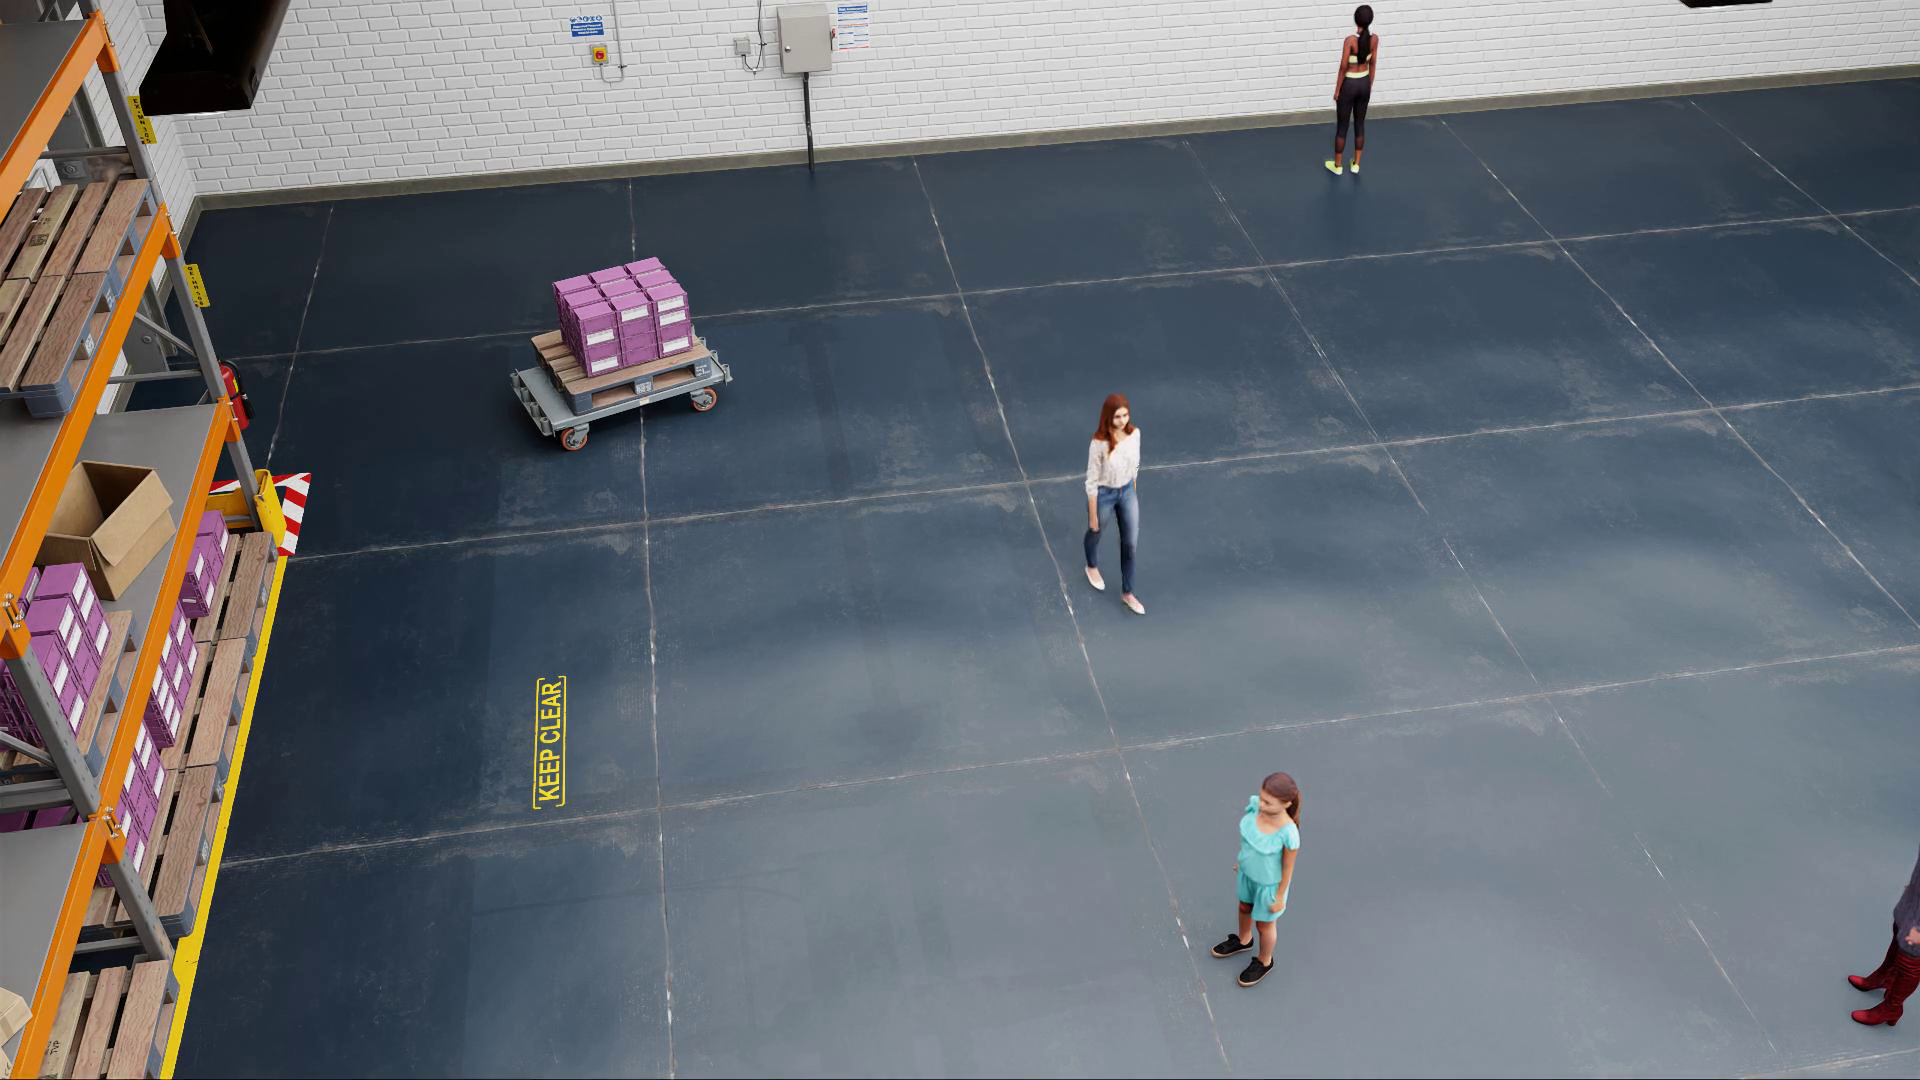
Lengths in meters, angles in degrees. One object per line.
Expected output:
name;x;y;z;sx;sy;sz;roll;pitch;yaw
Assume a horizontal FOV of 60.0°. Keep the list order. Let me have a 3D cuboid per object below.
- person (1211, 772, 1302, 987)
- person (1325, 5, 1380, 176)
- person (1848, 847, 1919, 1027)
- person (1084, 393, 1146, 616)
person;1.667;1.840;9.137;0.676;1.558;0.566;-19;43;-23
person;4.047;-4.608;17.054;0.570;1.754;0.509;-8;39;-10
person;5.153;1.964;8.858;0.719;1.712;0.610;14;41;17
person;1.029;-0.349;11.760;0.715;1.706;0.962;-14;41;-17
